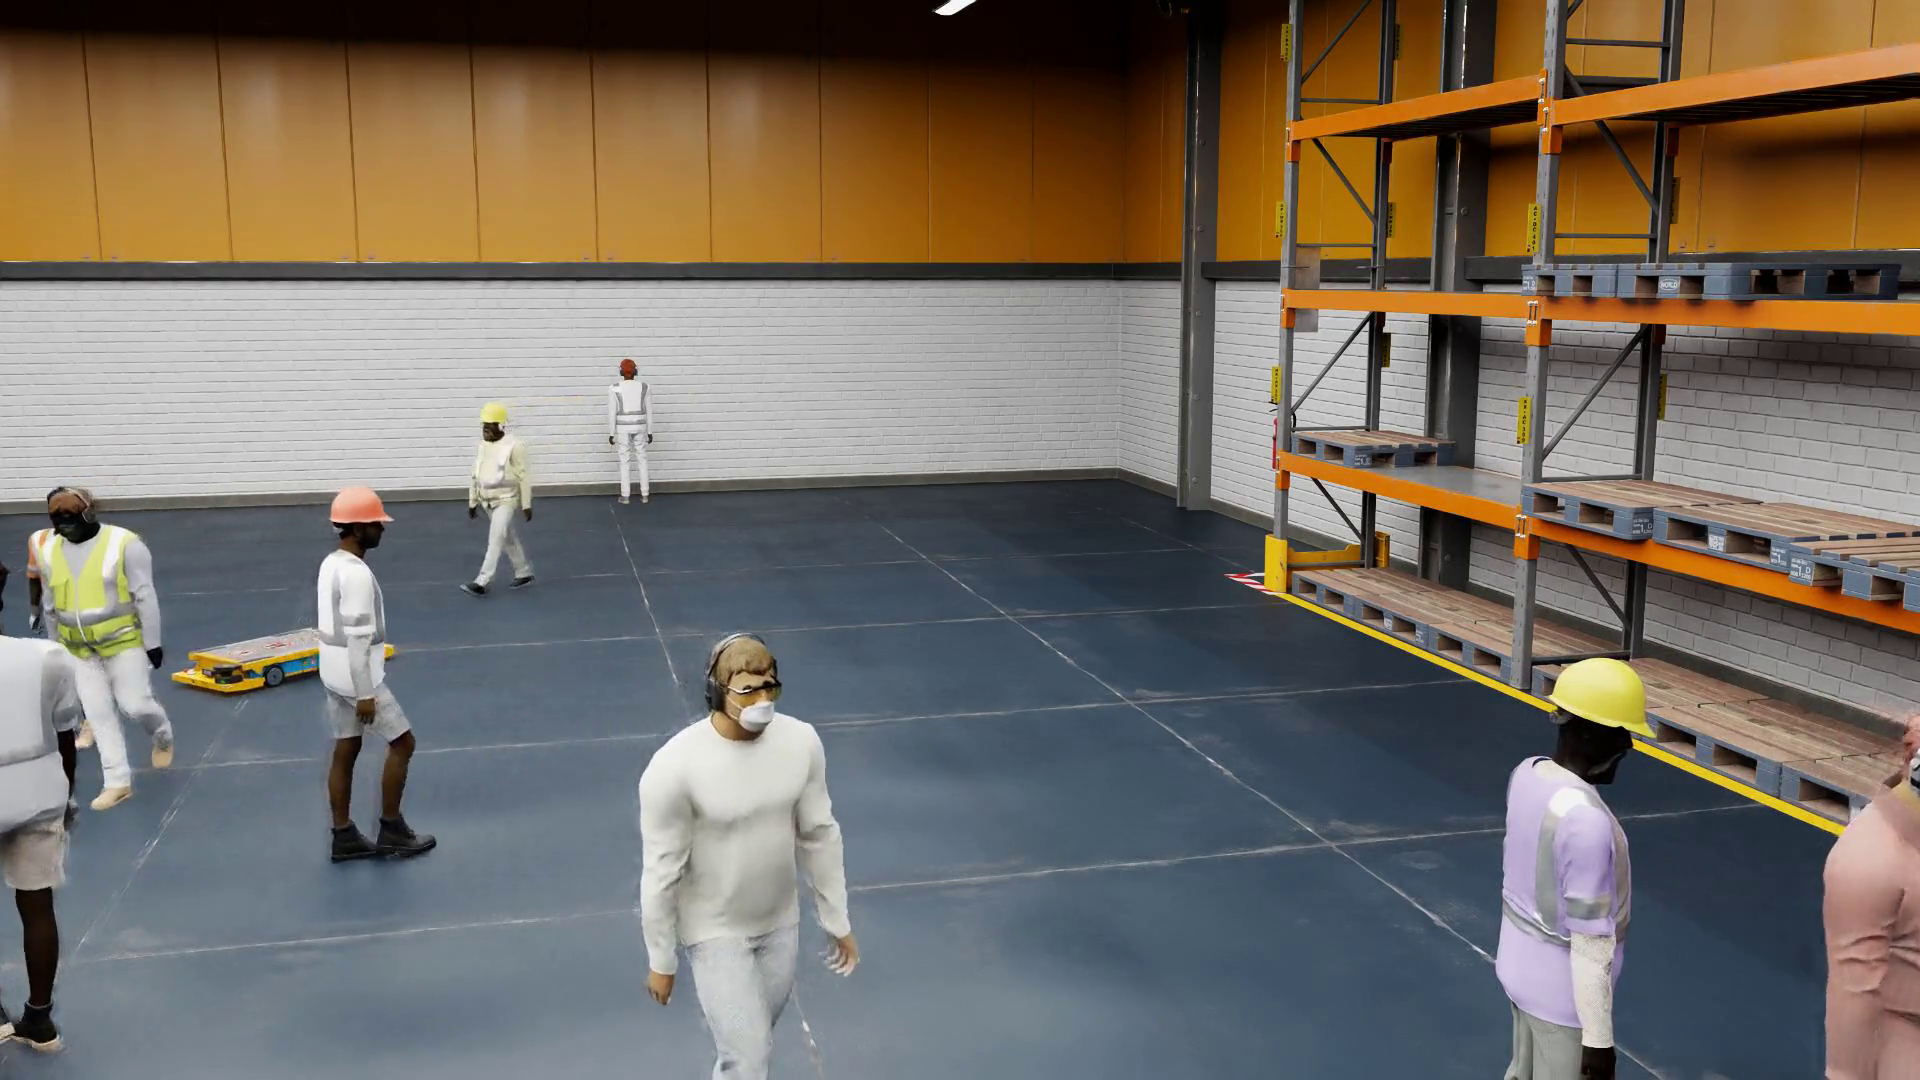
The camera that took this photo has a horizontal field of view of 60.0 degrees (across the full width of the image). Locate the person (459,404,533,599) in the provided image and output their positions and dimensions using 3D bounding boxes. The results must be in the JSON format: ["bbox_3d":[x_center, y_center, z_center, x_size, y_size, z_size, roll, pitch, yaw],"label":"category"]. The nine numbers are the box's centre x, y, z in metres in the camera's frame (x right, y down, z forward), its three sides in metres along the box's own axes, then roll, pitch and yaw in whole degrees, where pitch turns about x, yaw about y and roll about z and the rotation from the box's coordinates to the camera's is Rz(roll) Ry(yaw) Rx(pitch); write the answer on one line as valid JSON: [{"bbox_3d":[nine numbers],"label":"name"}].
[{"bbox_3d":[-4.314,-0.368,15.400,0.619,1.781,0.948,6,11,32],"label":"person"}]

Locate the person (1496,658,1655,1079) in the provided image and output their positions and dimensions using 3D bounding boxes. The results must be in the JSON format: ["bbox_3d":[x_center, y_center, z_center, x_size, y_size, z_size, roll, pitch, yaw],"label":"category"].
[{"bbox_3d":[1.734,1.275,4.748,0.381,1.917,0.585,0,9,-1],"label":"person"}]

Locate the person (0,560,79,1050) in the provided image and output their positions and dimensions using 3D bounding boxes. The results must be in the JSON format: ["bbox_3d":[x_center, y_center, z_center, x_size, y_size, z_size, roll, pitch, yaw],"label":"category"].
[{"bbox_3d":[-3.658,1.008,6.334,0.436,1.951,0.602,9,12,43],"label":"person"}]

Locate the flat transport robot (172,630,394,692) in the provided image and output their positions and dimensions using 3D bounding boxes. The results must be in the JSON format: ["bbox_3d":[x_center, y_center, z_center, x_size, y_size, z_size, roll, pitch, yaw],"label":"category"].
[{"bbox_3d":[-5.037,0.865,12.423,0.652,0.197,1.431,6,11,33],"label":"flat transport robot"}]

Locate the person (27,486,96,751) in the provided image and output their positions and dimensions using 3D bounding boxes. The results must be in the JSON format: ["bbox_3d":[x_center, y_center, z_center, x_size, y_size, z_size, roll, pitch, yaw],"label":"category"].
[{"bbox_3d":[-5.628,0.464,10.626,0.557,1.678,0.709,2,9,10],"label":"person"}]

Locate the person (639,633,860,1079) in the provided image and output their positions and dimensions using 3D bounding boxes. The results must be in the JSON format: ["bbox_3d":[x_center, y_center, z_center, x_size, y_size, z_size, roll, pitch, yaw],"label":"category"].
[{"bbox_3d":[-0.580,1.233,5.045,0.809,1.913,0.634,9,12,43],"label":"person"}]

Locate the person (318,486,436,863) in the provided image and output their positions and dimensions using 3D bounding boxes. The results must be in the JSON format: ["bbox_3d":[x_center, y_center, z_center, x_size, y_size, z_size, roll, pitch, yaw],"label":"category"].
[{"bbox_3d":[-2.951,0.678,8.450,0.649,1.919,0.570,-7,11,-36],"label":"person"}]

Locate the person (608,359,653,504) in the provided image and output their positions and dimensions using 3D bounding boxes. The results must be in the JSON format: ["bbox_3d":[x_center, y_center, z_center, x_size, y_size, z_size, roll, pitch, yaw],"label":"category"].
[{"bbox_3d":[-4.276,-1.410,21.617,0.577,1.881,0.349,-4,10,-21],"label":"person"}]

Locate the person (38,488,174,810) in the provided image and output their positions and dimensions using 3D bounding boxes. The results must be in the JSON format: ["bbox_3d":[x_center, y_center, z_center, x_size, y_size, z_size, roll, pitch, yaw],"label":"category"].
[{"bbox_3d":[-4.836,0.579,9.474,0.667,1.810,0.674,0,9,2],"label":"person"}]

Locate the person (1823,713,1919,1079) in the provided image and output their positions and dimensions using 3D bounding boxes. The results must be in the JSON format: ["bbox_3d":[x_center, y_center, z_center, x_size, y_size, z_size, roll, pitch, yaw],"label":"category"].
[{"bbox_3d":[2.519,1.327,4.542,0.670,1.879,0.655,-7,12,-38],"label":"person"}]
